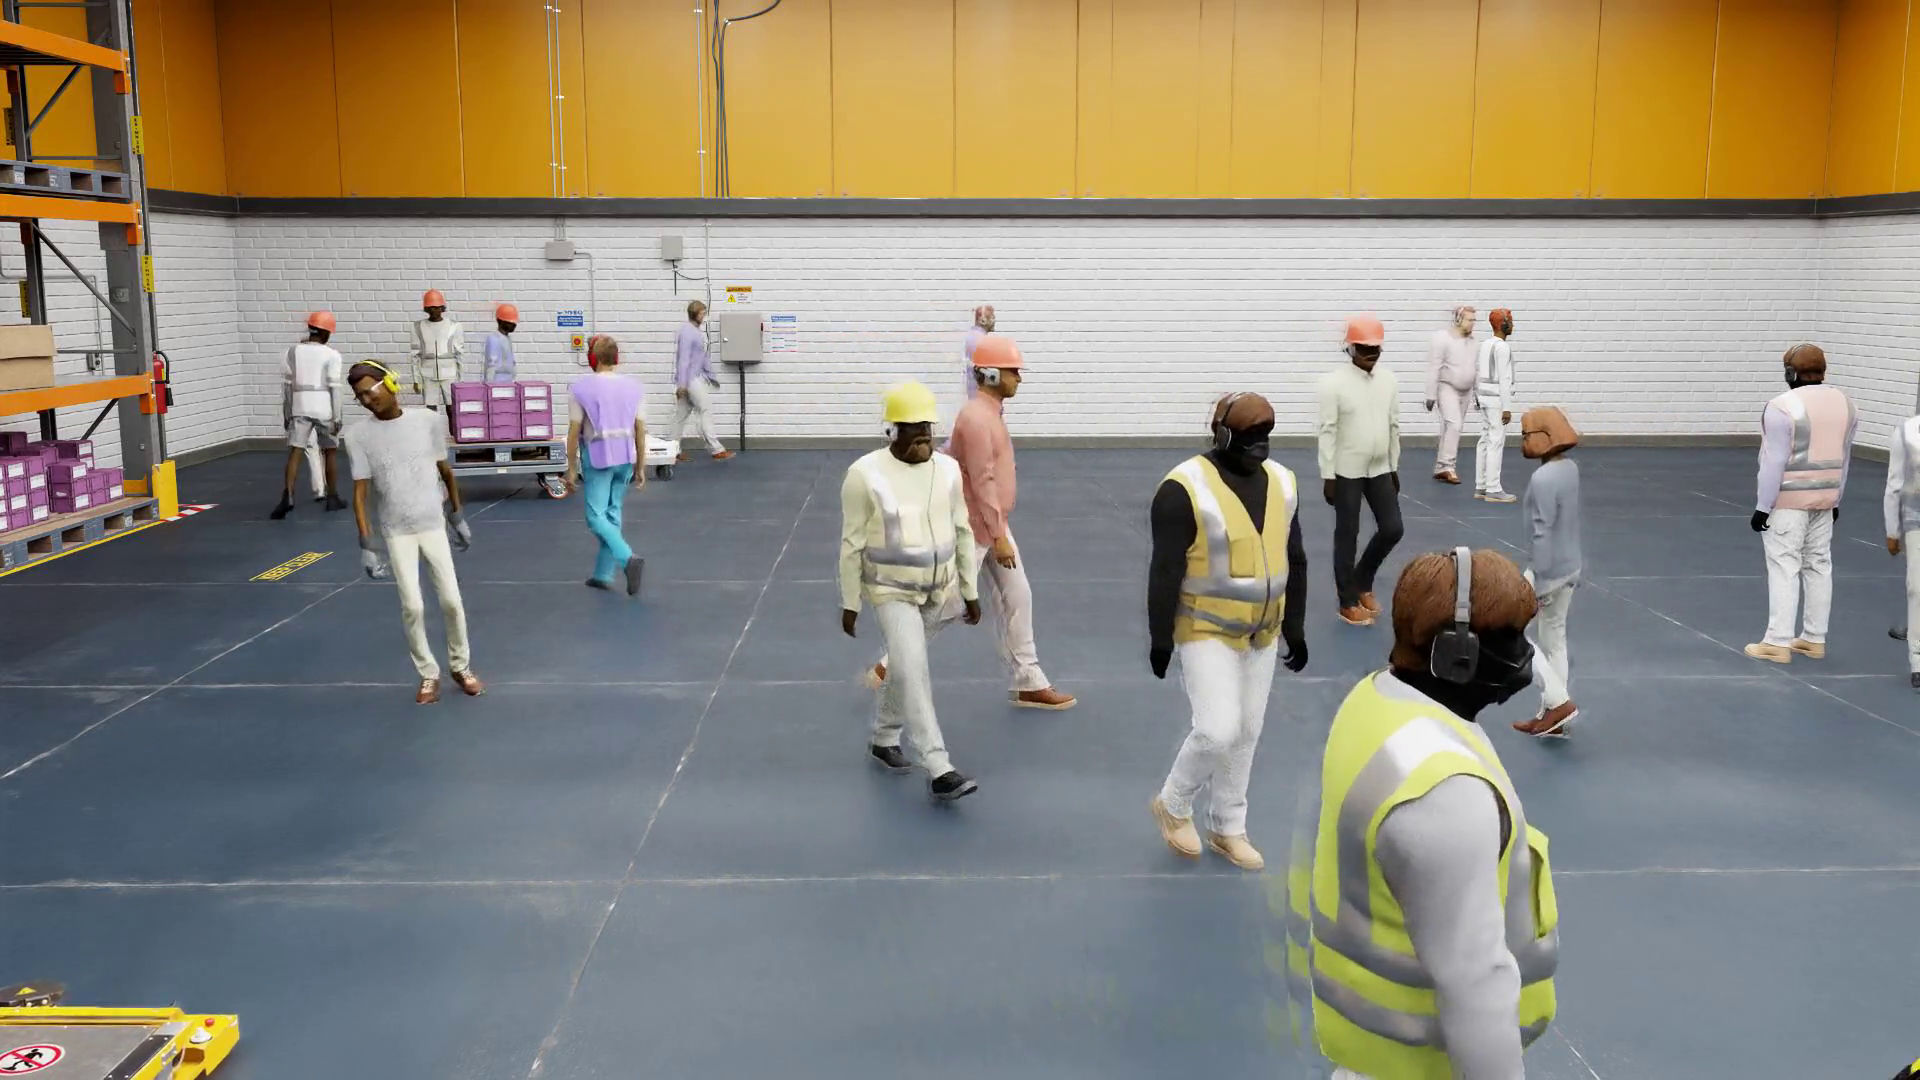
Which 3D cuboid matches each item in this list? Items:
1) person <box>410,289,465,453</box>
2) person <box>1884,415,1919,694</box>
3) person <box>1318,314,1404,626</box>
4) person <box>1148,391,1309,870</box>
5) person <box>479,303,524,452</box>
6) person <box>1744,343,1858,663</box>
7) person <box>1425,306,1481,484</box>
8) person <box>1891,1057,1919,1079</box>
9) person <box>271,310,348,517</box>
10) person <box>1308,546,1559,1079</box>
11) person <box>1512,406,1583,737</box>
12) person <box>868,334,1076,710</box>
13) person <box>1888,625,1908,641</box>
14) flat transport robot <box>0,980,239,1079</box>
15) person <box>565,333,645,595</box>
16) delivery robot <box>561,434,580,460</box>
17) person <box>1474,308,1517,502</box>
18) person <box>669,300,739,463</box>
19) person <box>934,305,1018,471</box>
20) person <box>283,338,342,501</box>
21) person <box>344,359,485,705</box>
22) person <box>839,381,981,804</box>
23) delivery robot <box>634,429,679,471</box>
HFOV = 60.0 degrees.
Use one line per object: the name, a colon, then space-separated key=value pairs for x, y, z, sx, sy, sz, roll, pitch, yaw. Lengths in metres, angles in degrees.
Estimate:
person: x=-6.128 y=-1.921 z=19.540 sx=0.609 sy=2.032 sz=0.410 roll=-2 pitch=9 yaw=-12
person: x=5.388 y=-0.104 z=9.106 sx=0.588 sy=1.799 sz=0.880 roll=3 pitch=10 yaw=20
person: x=2.545 y=-0.436 z=10.564 sx=0.659 sy=1.980 sz=0.435 roll=-4 pitch=10 yaw=-23
person: x=1.007 y=0.350 z=6.246 sx=0.646 sy=1.827 sz=0.433 roll=-6 pitch=11 yaw=-32
person: x=-5.040 y=-1.689 z=18.549 sx=0.894 sy=1.873 sz=0.645 roll=0 pitch=9 yaw=-2
person: x=4.838 y=-0.211 z=9.625 sx=0.630 sy=1.840 sz=0.429 roll=-3 pitch=10 yaw=-20
person: x=5.295 y=-1.531 z=17.636 sx=0.645 sy=1.874 sz=0.745 roll=-6 pitch=11 yaw=-31
person: x=0.658 y=1.167 z=1.214 sx=0.546 sy=1.820 sz=0.955 roll=4 pitch=10 yaw=21
person: x=-5.995 y=-1.161 z=15.307 sx=0.581 sy=1.901 sz=0.823 roll=0 pitch=9 yaw=-1
person: x=0.838 y=0.896 z=2.992 sx=0.976 sy=1.793 sz=0.646 roll=1 pitch=9 yaw=8
person: x=2.806 y=0.161 z=8.009 sx=0.340 sy=1.617 sz=0.500 roll=8 pitch=12 yaw=41
person: x=0.036 y=-0.080 z=8.512 sx=1.033 sy=1.949 sz=0.605 roll=3 pitch=10 yaw=15
person: x=6.100 y=-0.253 z=9.765 sx=0.553 sy=1.897 sz=0.956 roll=-6 pitch=11 yaw=-32
flat transport robot: x=-2.414 y=1.471 z=4.100 sx=0.652 sy=0.197 sz=1.431 roll=0 pitch=9 yaw=0
person: x=-2.426 y=-0.516 z=11.541 sx=0.582 sy=1.825 sz=0.754 roll=-9 pitch=13 yaw=-43
delivery robot: x=-4.120 y=-0.955 z=17.825 sx=0.707 sy=0.478 sz=0.477 roll=2 pitch=9 yaw=11
person: x=5.251 y=-1.316 z=16.260 sx=0.351 sy=1.884 sz=0.582 roll=-1 pitch=9 yaw=-4
person: x=-3.020 y=-1.837 z=19.426 sx=0.957 sy=1.895 sz=0.649 roll=-1 pitch=9 yaw=-6
person: x=0.162 y=-1.671 z=18.500 sx=0.876 sy=1.878 sz=0.640 roll=1 pitch=9 yaw=4
person: x=-6.371 y=-1.189 z=16.377 sx=0.531 sy=1.595 sz=0.873 roll=-6 pitch=11 yaw=-32
person: x=-2.838 y=-0.036 z=8.623 sx=0.622 sy=1.811 sz=0.356 roll=-5 pitch=11 yaw=-28
person: x=-0.172 y=0.211 z=7.194 sx=0.617 sy=1.781 sz=0.914 roll=-7 pitch=12 yaw=-36
delivery robot: x=-3.375 y=-0.950 z=17.794 sx=0.707 sy=0.478 sz=0.477 roll=-3 pitch=10 yaw=-20
